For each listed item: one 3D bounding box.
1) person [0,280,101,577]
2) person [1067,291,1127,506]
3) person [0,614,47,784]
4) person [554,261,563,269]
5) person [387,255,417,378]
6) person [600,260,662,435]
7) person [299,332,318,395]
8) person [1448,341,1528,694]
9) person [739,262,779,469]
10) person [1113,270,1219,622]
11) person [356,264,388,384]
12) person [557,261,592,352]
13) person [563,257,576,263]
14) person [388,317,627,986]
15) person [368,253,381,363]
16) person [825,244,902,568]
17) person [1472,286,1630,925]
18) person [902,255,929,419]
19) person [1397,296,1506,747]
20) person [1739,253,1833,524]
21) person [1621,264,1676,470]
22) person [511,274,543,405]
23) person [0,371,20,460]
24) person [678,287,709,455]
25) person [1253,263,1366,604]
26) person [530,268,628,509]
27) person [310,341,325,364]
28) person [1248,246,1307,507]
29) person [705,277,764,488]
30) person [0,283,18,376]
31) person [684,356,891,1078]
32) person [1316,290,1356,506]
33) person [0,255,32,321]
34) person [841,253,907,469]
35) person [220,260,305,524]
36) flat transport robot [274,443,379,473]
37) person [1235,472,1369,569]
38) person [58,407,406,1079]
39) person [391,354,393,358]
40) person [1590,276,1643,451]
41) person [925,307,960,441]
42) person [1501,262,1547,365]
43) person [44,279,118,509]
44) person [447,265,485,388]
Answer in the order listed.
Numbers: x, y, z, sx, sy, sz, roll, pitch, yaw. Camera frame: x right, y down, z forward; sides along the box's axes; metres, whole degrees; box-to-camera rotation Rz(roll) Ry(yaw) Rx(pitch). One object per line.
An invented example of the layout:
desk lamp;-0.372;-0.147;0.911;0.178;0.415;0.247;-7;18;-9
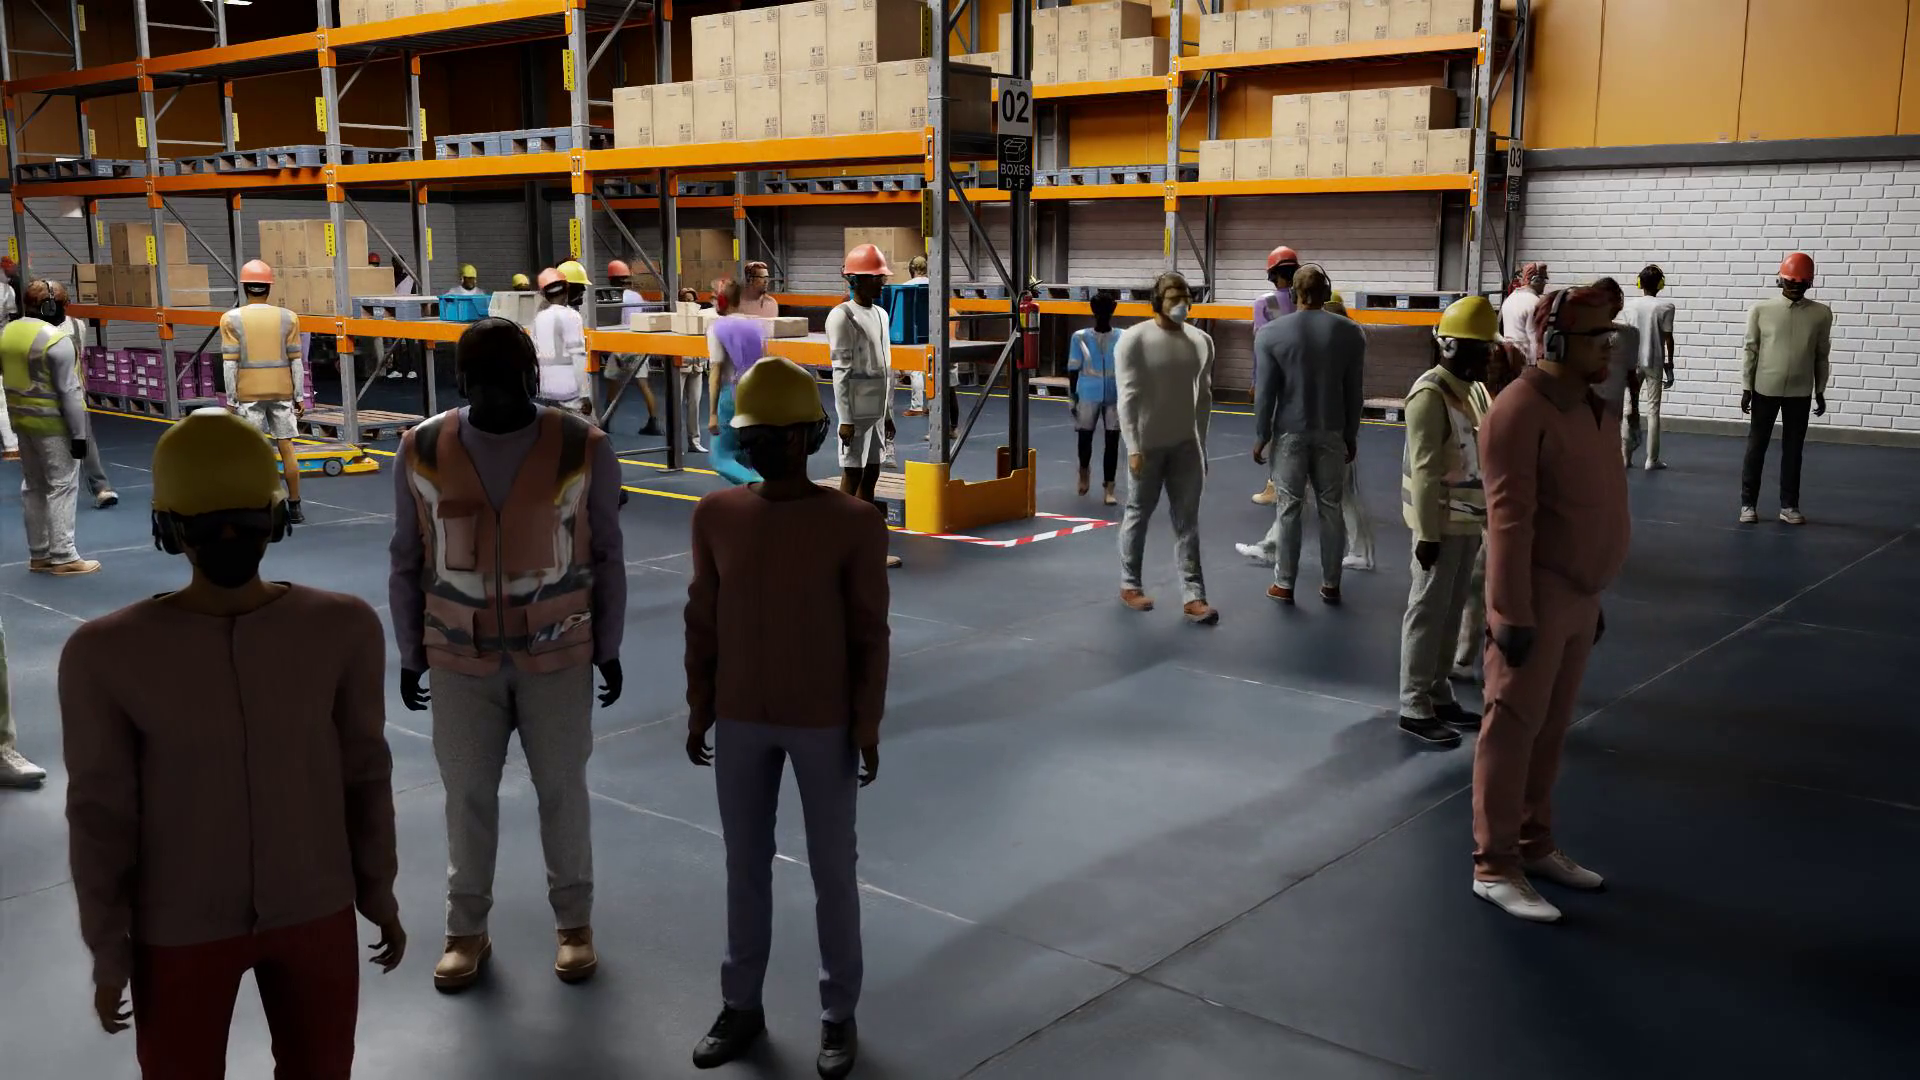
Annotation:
person;-5.619;-0.681;10.278;0.634;1.830;0.429;5;11;27
person;1.129;-1.125;13.186;0.552;1.688;0.437;0;10;-1
person;-3.795;0.031;6.215;0.881;1.820;0.535;6;12;32
person;-6.391;-3.546;26.629;0.685;1.807;0.645;0;10;1
person;-8.730;-3.489;25.995;0.591;1.918;0.390;2;10;11
person;-3.630;-2.078;18.063;0.982;1.892;0.556;7;12;36
person;-9.127;-2.921;22.816;0.408;1.903;0.638;8;13;37
person;2.349;-0.084;7.495;0.677;1.611;0.507;4;11;22
person;-1.874;-1.600;15.319;0.401;1.901;0.641;9;13;42
person;1.142;-0.511;9.132;0.643;1.932;0.655;-4;11;-22
person;-8.875;-3.227;24.920;0.710;1.785;0.406;5;11;28
person;-3.155;-1.290;13.482;0.398;1.918;0.588;-2;10;-12
person;-6.216;-3.575;26.585;0.356;1.883;0.573;8;13;39
person;-1.236;0.313;4.571;0.633;1.840;0.429;-1;10;-8
person;-10.328;-4.106;29.447;0.543;1.940;0.361;-8;13;-39
person;-0.581;-0.803;10.345;0.370;2.044;0.608;5;11;24
person;1.826;0.187;5.100;0.404;1.909;0.636;9;13;41
person;-0.479;-2.413;19.811;0.630;1.938;0.369;-9;13;-40
person;2.030;-0.083;6.853;0.403;1.827;0.599;7;12;35
person;6.062;-1.108;12.240;0.608;1.987;0.388;2;10;10
person;6.291;-1.580;15.251;0.514;1.876;0.328;8;13;38
person;-5.178;-2.305;19.815;0.537;1.725;0.877;-8;13;-38
person;-9.285;-1.634;15.643;0.587;1.857;0.910;5;11;28
person;-2.684;-1.653;16.328;0.315;1.640;0.514;10;14;44
person;1.970;-0.592;9.454;0.628;1.937;0.378;0;10;0
person;-2.948;-1.137;12.759;0.628;1.866;0.701;10;14;44
person;-11.394;-4.085;29.040;0.539;2.000;0.706;1;10;4
person;2.527;-1.276;13.072;0.608;2.033;0.404;-4;11;-23
person;-1.512;-0.919;11.630;0.557;1.821;0.599;5;11;27
person;-11.932;-2.541;20.536;0.627;1.934;0.782;-9;13;-42
person;-0.429;0.438;4.064;0.523;1.769;0.316;3;10;14
person;2.868;-1.050;12.741;0.355;1.695;0.715;1;10;8
person;-13.020;-3.015;23.255;0.644;1.945;1.022;4;11;21
person;-0.808;-1.639;15.292;0.667;1.986;0.412;-2;10;-11
person;-5.082;-1.066;12.145;0.552;1.935;0.370;-6;12;-31
flat transport robot;-5.996;-0.707;14.842;1.431;0.197;0.652;-6;12;-31
person;2.221;-0.607;10.528;0.862;1.583;0.527;5;11;27
person;-1.208;0.654;2.841;0.527;1.767;0.331;-7;12;-36
person;-10.648;-4.145;30.542;0.507;1.631;0.277;-9;13;-42
person;4.101;-0.773;10.749;0.533;1.843;0.681;-1;10;-5
person;-0.197;-1.882;17.469;0.317;1.696;0.540;6;12;31
person;5.224;-1.604;15.336;0.398;1.897;0.646;-1;10;-5
person;-6.972;-1.121;12.907;0.979;1.784;0.508;8;12;37
person;-7.051;-3.035;23.791;0.590;1.790;0.936;-6;12;-31
